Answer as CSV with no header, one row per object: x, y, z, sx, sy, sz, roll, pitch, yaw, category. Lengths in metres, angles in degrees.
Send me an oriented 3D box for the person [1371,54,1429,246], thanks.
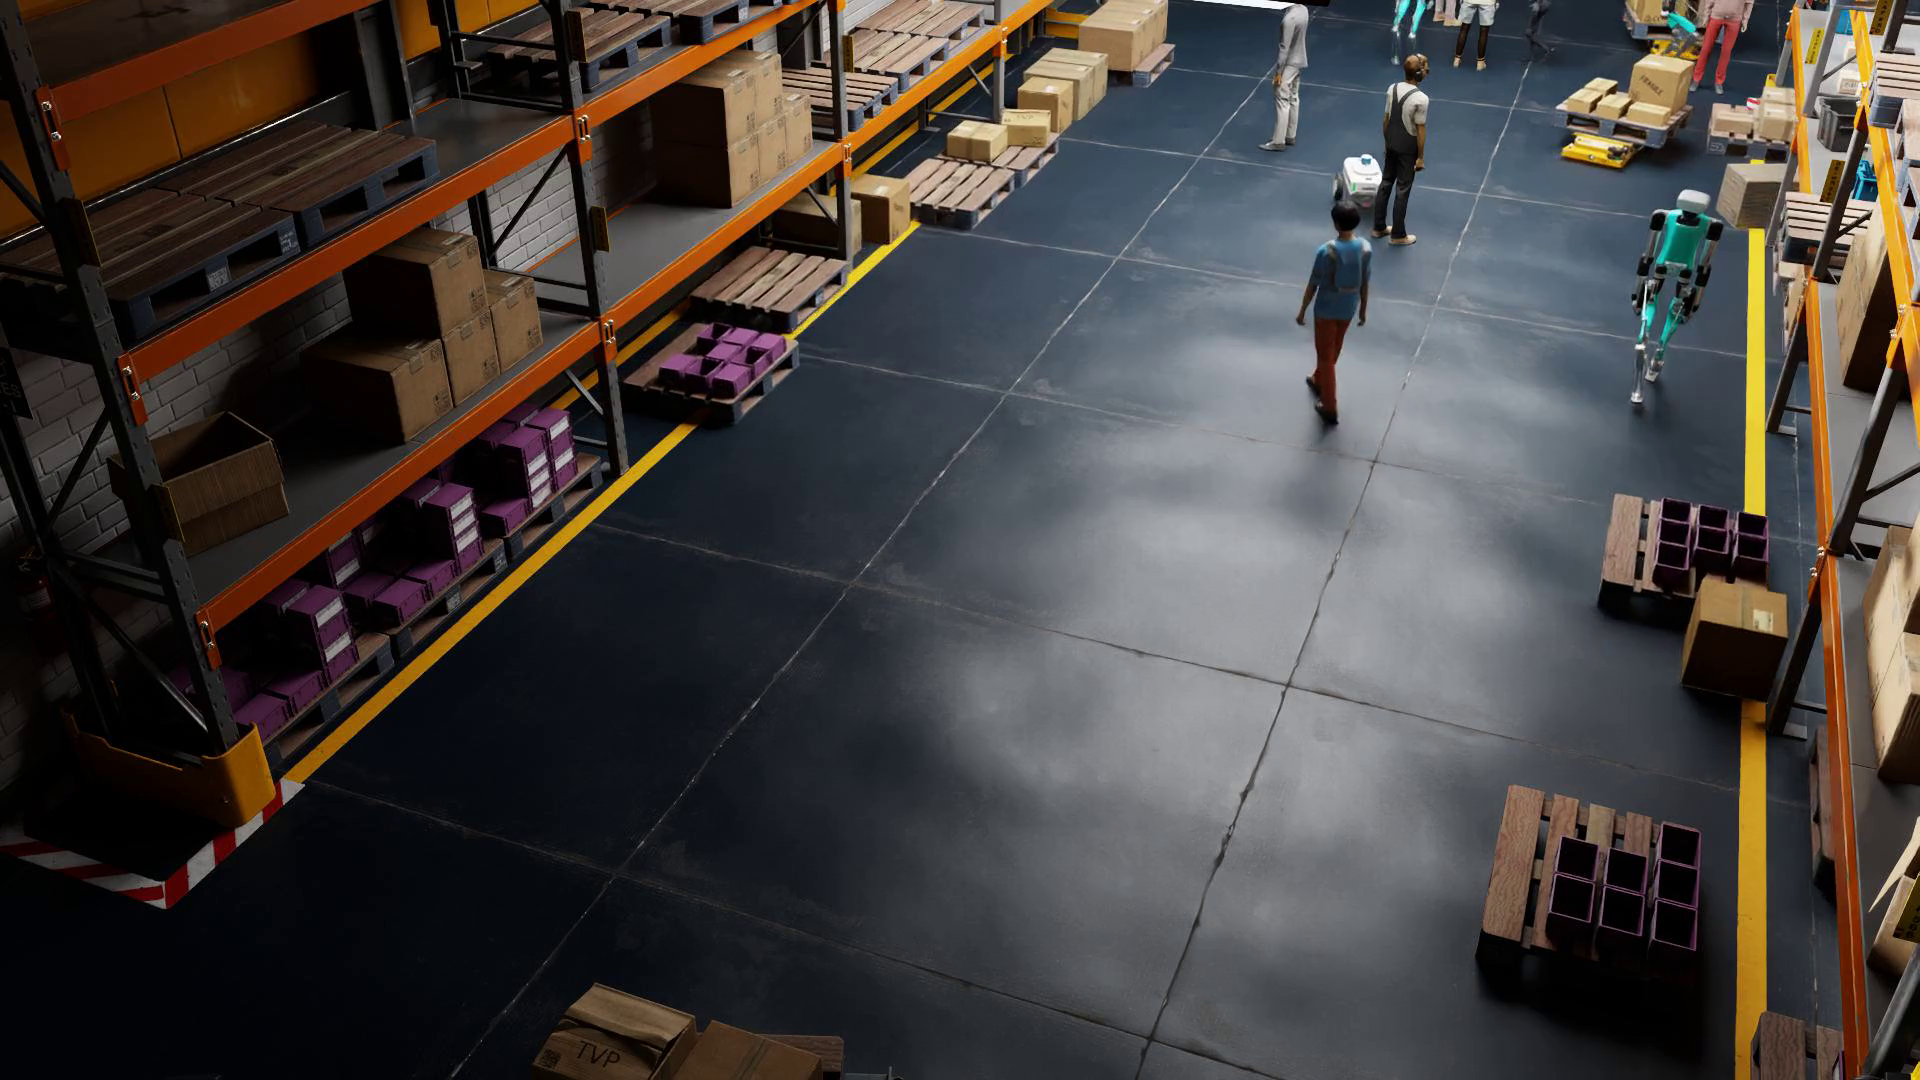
4.241,-3.728,15.909,0.346,1.846,0.505,-19,37,-27,person

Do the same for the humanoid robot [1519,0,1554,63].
7.312,-6.793,20.798,0.425,1.646,0.605,7,33,10,humanoid robot

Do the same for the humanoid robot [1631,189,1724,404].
5.568,-1.842,13.119,0.550,1.755,1.052,13,35,19,humanoid robot

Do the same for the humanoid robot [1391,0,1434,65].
5.595,-6.736,20.698,0.548,1.791,0.801,21,39,29,humanoid robot

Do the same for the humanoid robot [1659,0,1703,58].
8.863,-6.579,20.438,0.811,1.780,0.537,13,35,19,humanoid robot

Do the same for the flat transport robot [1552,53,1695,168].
7.303,-4.486,18.534,0.659,0.231,1.431,23,39,31,flat transport robot

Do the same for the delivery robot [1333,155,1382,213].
4.103,-3.633,16.943,0.499,0.586,0.760,2,33,3,delivery robot

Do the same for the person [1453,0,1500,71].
6.459,-6.705,20.660,0.531,1.690,0.322,16,36,24,person

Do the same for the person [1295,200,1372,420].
2.926,-1.841,13.089,0.520,1.734,0.762,-8,34,-13,person

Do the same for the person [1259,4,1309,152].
3.591,-5.171,18.101,0.404,1.892,0.537,19,37,27,person

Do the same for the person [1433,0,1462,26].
6.668,-7.833,22.330,0.322,1.771,0.471,-10,34,-15,person

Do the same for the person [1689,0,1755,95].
9.131,-6.206,19.819,0.524,1.765,0.326,12,35,18,person

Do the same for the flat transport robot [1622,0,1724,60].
9.329,-6.578,21.773,0.659,0.231,1.431,6,33,9,flat transport robot

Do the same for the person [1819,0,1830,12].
10.968,-6.783,20.617,0.545,1.865,0.377,-5,33,-8,person
